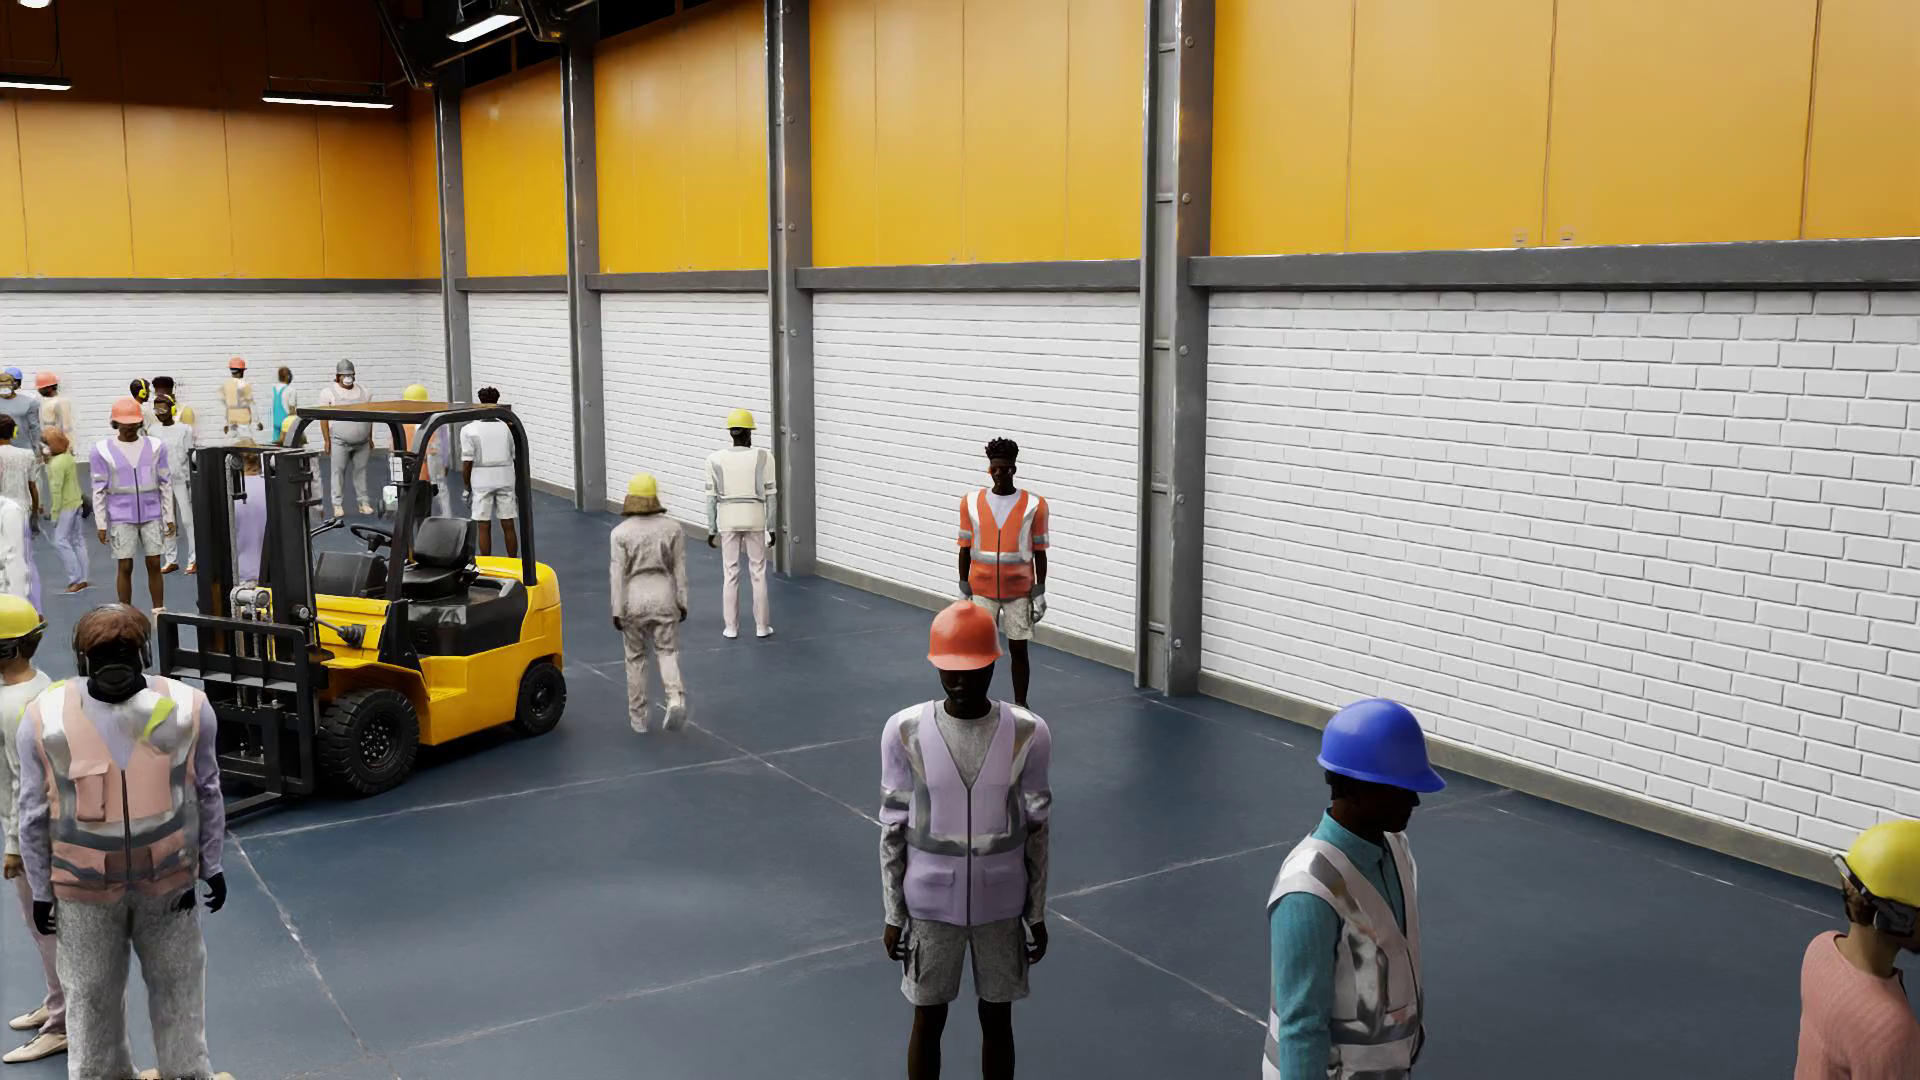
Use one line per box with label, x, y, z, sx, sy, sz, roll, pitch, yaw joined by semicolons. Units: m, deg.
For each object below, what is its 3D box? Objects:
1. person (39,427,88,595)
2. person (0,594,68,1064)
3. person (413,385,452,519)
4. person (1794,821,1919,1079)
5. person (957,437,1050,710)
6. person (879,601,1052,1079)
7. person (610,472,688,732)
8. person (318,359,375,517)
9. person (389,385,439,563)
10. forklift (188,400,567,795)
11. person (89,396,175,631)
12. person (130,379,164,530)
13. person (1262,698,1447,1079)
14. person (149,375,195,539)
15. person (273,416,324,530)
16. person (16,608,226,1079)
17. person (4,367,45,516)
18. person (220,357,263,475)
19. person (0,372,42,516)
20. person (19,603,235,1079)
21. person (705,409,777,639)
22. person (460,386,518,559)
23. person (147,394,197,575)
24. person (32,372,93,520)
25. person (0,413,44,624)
person;-8.615;-0.290;16.017;0.301;1.614;0.631;-2;9;-11
person;-3.529;1.074;6.283;0.318;1.769;0.522;-4;9;-22
person;-6.383;-0.939;19.771;0.628;1.816;0.420;-2;9;-16
person;1.993;1.467;3.684;0.343;1.755;0.531;2;9;12
person;0.271;0.311;10.755;0.602;1.966;0.368;1;9;9
person;0.020;1.143;5.245;0.547;1.938;0.359;-1;8;-4
person;-2.009;0.425;10.792;0.519;1.721;0.584;-3;9;-22
person;-7.896;-1.325;21.535;0.688;2.000;0.539;-7;11;-41
person;-5.706;-0.666;17.476;0.589;1.927;0.388;4;9;27
forklift;-3.529;0.258;10.348;1.214;2.155;2.313;4;9;25
person;-6.906;-0.191;13.933;0.613;2.033;0.412;-7;11;-39
person;-9.884;-1.012;20.072;0.525;1.854;0.333;4;9;27
person;0.940;1.326;4.032;0.414;1.940;0.601;5;10;32
person;-9.134;-0.964;19.411;0.633;1.945;0.645;2;9;14
person;-6.280;-0.312;15.746;0.513;1.717;0.624;-6;10;-35
person;-2.799;1.138;5.599;0.620;1.845;0.430;-5;10;-30
person;-12.097;-1.254;21.409;0.604;1.939;0.414;-6;10;-36
person;-10.986;-1.828;25.343;0.552;1.914;0.788;4;9;24
person;-11.540;-1.079;20.268;0.635;1.929;0.381;-4;9;-27
person;-2.886;1.127;5.740;0.660;1.833;0.446;2;9;11
person;-1.819;-0.129;13.868;0.588;1.923;0.383;-1;8;-4
person;-4.639;-0.542;16.502;0.614;1.963;0.362;-5;10;-30
person;-8.060;-0.566;17.037;0.512;1.861;0.325;1;8;4
person;-11.285;-1.169;20.949;0.669;1.905;0.601;0;8;-3
person;-8.192;-0.160;14.335;0.331;1.855;0.517;5;10;32
